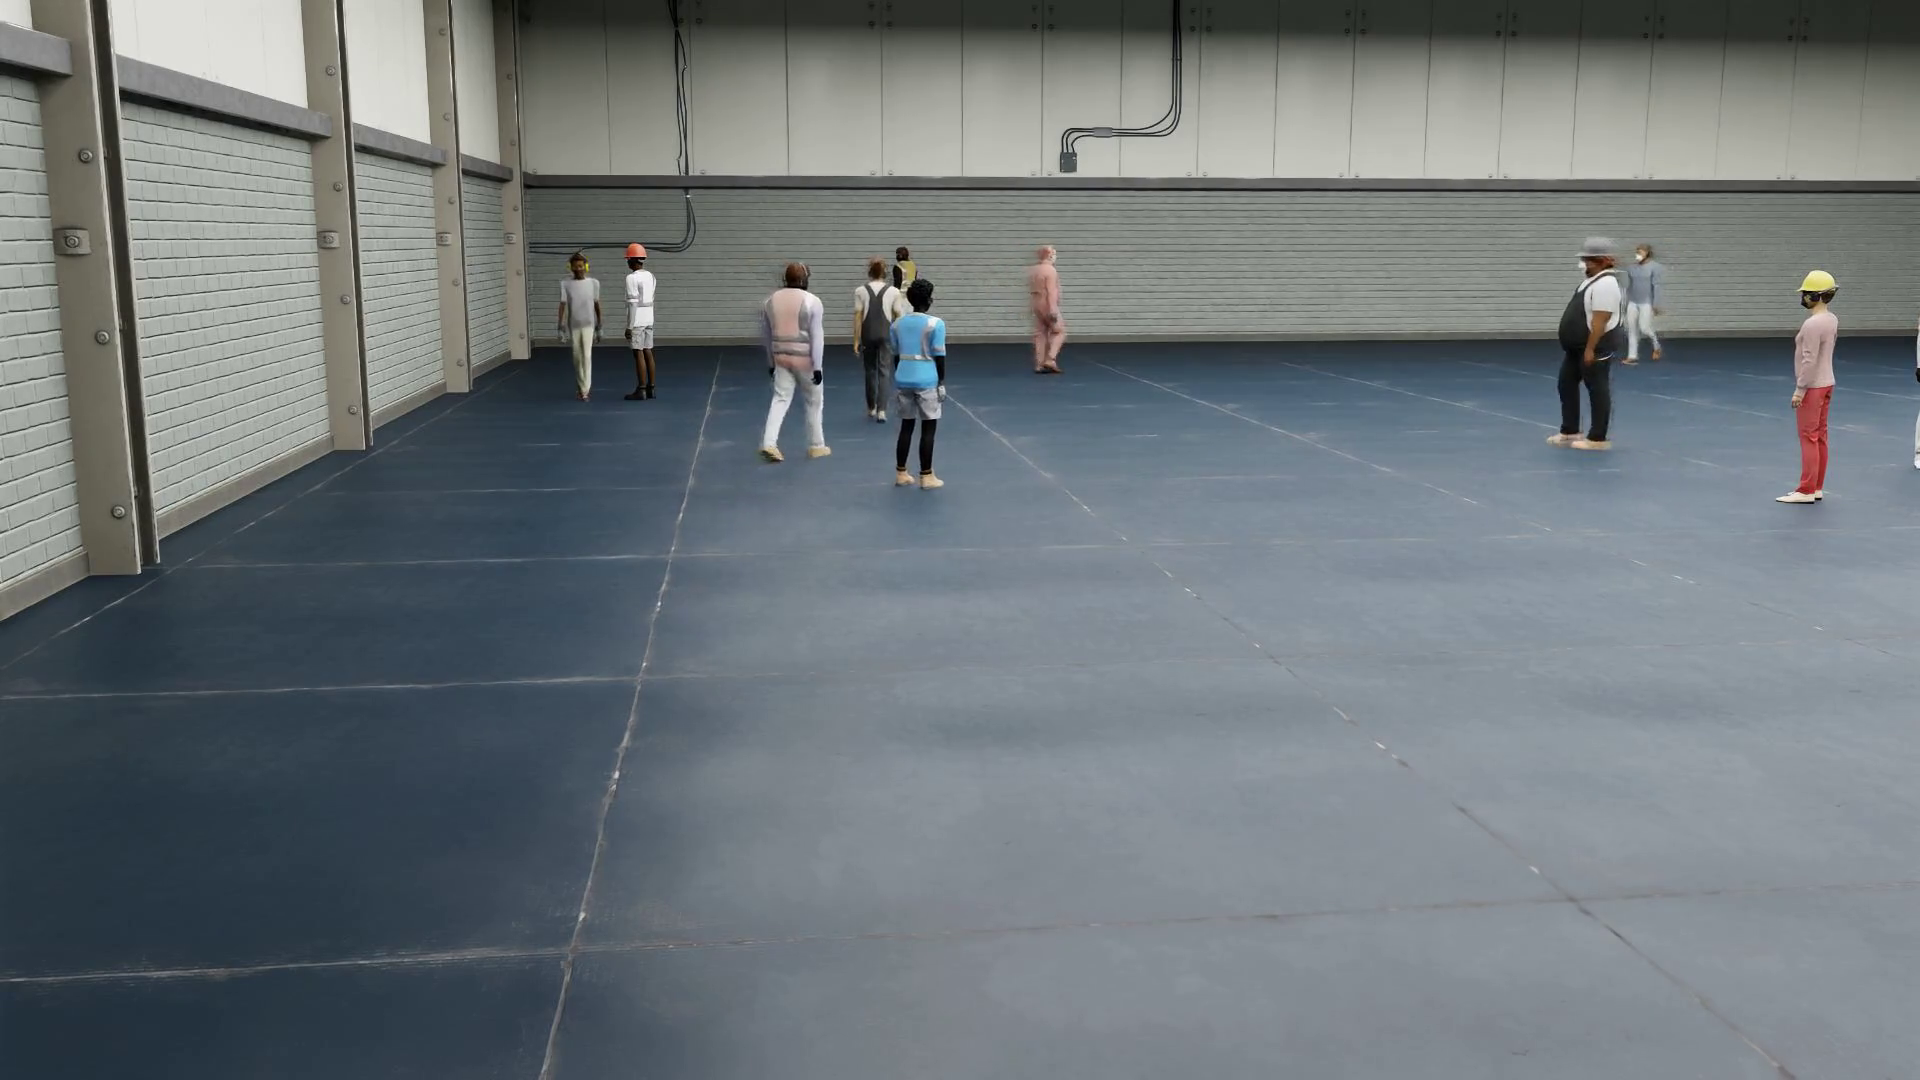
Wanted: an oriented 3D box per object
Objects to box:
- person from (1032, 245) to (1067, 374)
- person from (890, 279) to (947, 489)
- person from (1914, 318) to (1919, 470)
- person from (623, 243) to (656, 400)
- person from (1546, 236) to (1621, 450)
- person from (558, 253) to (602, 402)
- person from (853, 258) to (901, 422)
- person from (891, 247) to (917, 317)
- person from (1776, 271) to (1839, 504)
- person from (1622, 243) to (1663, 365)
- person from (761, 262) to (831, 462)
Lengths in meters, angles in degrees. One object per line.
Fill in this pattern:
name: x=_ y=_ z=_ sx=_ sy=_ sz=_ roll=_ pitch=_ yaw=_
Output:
person: x=1.348 y=-3.400 z=24.605 sx=0.508 sy=1.892 sz=0.671 roll=-4 pitch=11 yaw=-23
person: x=-0.334 y=-1.248 z=13.392 sx=0.536 sy=1.691 sz=0.319 roll=8 pitch=13 yaw=36
person: x=8.608 y=-1.555 z=14.414 sx=0.594 sy=1.922 sz=0.379 roll=0 pitch=10 yaw=2
person: x=-3.996 y=-2.701 z=20.665 sx=0.359 sy=1.938 sz=0.545 roll=3 pitch=11 yaw=18
person: x=5.888 y=-1.864 z=15.790 sx=0.682 sy=2.000 sz=0.705 roll=1 pitch=10 yaw=8
person: x=-4.741 y=-2.665 z=20.764 sx=0.528 sy=1.837 sz=0.918 roll=-2 pitch=10 yaw=-9
person: x=-0.909 y=-2.209 z=18.374 sx=0.537 sy=1.799 sz=0.972 roll=0 pitch=10 yaw=1
person: x=-1.048 y=-4.440 z=30.461 sx=0.429 sy=1.841 sz=0.634 roll=6 pitch=12 yaw=31
person: x=6.473 y=-1.155 z=12.661 sx=0.311 sy=1.769 sz=0.522 roll=9 pitch=14 yaw=42
person: x=10.846 y=-3.734 z=26.372 sx=0.619 sy=1.918 sz=0.640 roll=-6 pitch=12 yaw=-28
person: x=-1.508 y=-1.612 z=15.062 sx=0.631 sy=1.806 sz=0.917 roll=5 pitch=12 yaw=26
